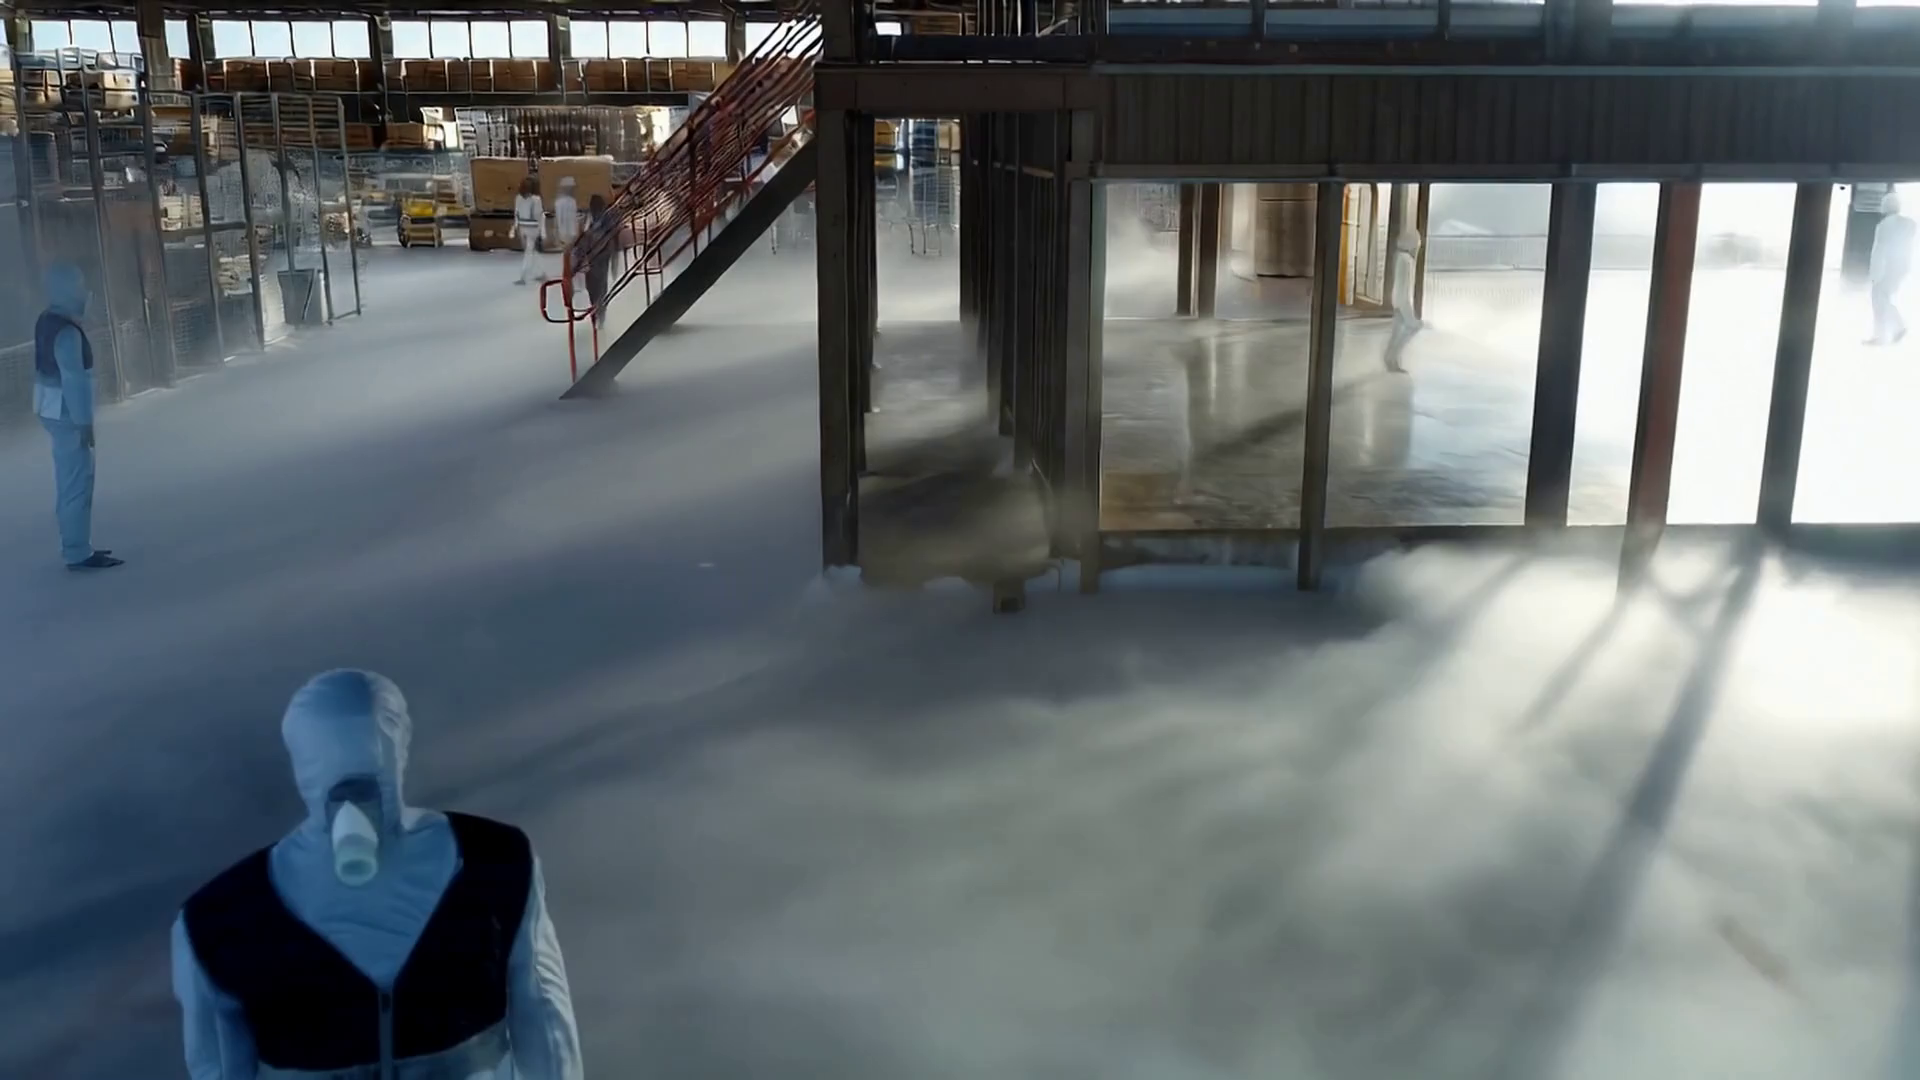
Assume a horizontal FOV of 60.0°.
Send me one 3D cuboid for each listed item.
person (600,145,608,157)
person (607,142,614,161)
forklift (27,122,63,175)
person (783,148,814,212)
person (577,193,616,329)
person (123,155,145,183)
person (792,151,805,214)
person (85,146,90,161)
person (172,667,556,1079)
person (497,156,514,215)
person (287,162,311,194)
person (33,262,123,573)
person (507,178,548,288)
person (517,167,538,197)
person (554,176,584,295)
[{"bbox_3d":[-16.200,-16.961,75.333,0.901,1.786,0.602,-4,15,-16],"label":"person"},{"bbox_3d":[-18.836,-20.414,89.122,0.595,1.801,0.934,-2,14,-8],"label":"person"},{"bbox_3d":[-35.376,-14.773,64.377,1.129,2.768,1.873,-1,14,-2],"label":"forklift"},{"bbox_3d":[-5.185,-11.319,52.385,1.057,1.979,0.613,-5,15,-21],"label":"person"},{"bbox_3d":[-4.926,-3.782,22.579,0.547,1.831,0.436,0,14,0],"label":"person"},{"bbox_3d":[-23.617,-10.084,47.659,0.648,1.891,0.618,2,14,7],"label":"person"},{"bbox_3d":[-5.034,-11.036,51.408,0.592,1.905,0.456,-5,15,-18],"label":"person"},{"bbox_3d":[-40.184,-17.322,76.910,0.541,1.727,0.897,1,14,2],"label":"person"},{"bbox_3d":[-0.989,1.112,2.871,0.585,1.910,0.396,-8,16,-30],"label":"person"},{"bbox_3d":[-11.142,-8.356,40.578,0.781,1.973,0.625,1,14,5],"label":"person"},{"bbox_3d":[-16.180,-8.331,40.762,0.600,1.827,0.404,-12,18,-39],"label":"person"},{"bbox_3d":[-5.509,-0.751,10.302,0.382,1.912,0.591,-10,17,-36],"label":"person"},{"bbox_3d":[-7.398,-5.272,28.551,0.592,1.835,1.003,8,16,28],"label":"person"},{"bbox_3d":[-10.337,-8.044,39.806,0.483,1.735,0.313,-6,15,-23],"label":"person"},{"bbox_3d":[-6.269,-4.944,27.042,0.629,1.916,0.587,-14,19,-43],"label":"person"}]
